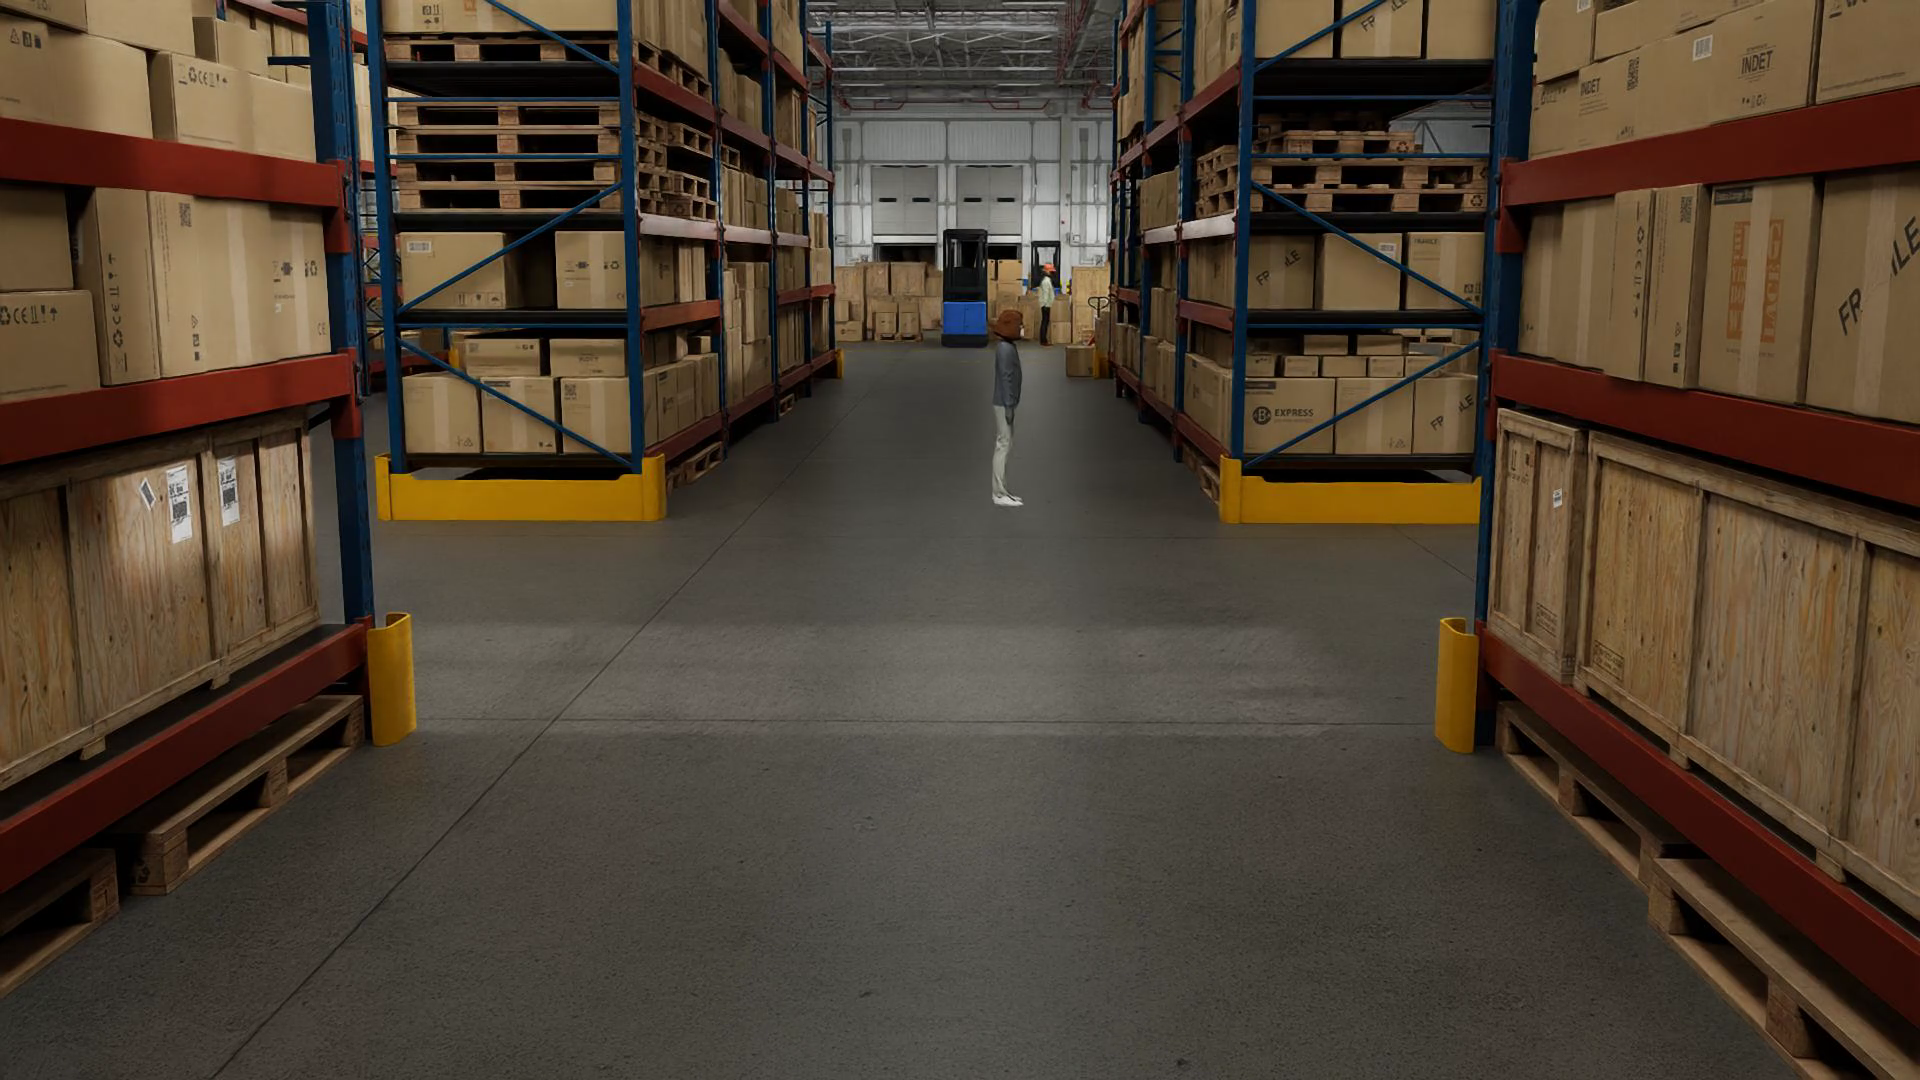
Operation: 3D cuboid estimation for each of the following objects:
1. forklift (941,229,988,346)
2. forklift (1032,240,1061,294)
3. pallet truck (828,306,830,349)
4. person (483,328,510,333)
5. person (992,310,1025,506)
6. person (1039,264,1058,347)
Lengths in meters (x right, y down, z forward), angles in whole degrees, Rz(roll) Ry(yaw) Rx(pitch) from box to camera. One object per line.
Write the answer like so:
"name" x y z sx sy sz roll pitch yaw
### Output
"forklift" 0.124 -6.117 40.203 1.129 2.768 1.873 0 9 1
"forklift" 3.172 -9.648 61.356 1.129 2.768 1.873 0 9 1
"pallet truck" -3.100 -3.940 29.800 1.885 1.965 0.823 3 10 19
"person" -9.290 -4.481 33.344 1.043 1.914 0.614 4 10 23
"person" 0.402 -1.102 13.890 0.266 1.631 0.507 0 9 1
"person" 2.133 -5.621 40.006 0.519 1.981 0.619 1 10 6
